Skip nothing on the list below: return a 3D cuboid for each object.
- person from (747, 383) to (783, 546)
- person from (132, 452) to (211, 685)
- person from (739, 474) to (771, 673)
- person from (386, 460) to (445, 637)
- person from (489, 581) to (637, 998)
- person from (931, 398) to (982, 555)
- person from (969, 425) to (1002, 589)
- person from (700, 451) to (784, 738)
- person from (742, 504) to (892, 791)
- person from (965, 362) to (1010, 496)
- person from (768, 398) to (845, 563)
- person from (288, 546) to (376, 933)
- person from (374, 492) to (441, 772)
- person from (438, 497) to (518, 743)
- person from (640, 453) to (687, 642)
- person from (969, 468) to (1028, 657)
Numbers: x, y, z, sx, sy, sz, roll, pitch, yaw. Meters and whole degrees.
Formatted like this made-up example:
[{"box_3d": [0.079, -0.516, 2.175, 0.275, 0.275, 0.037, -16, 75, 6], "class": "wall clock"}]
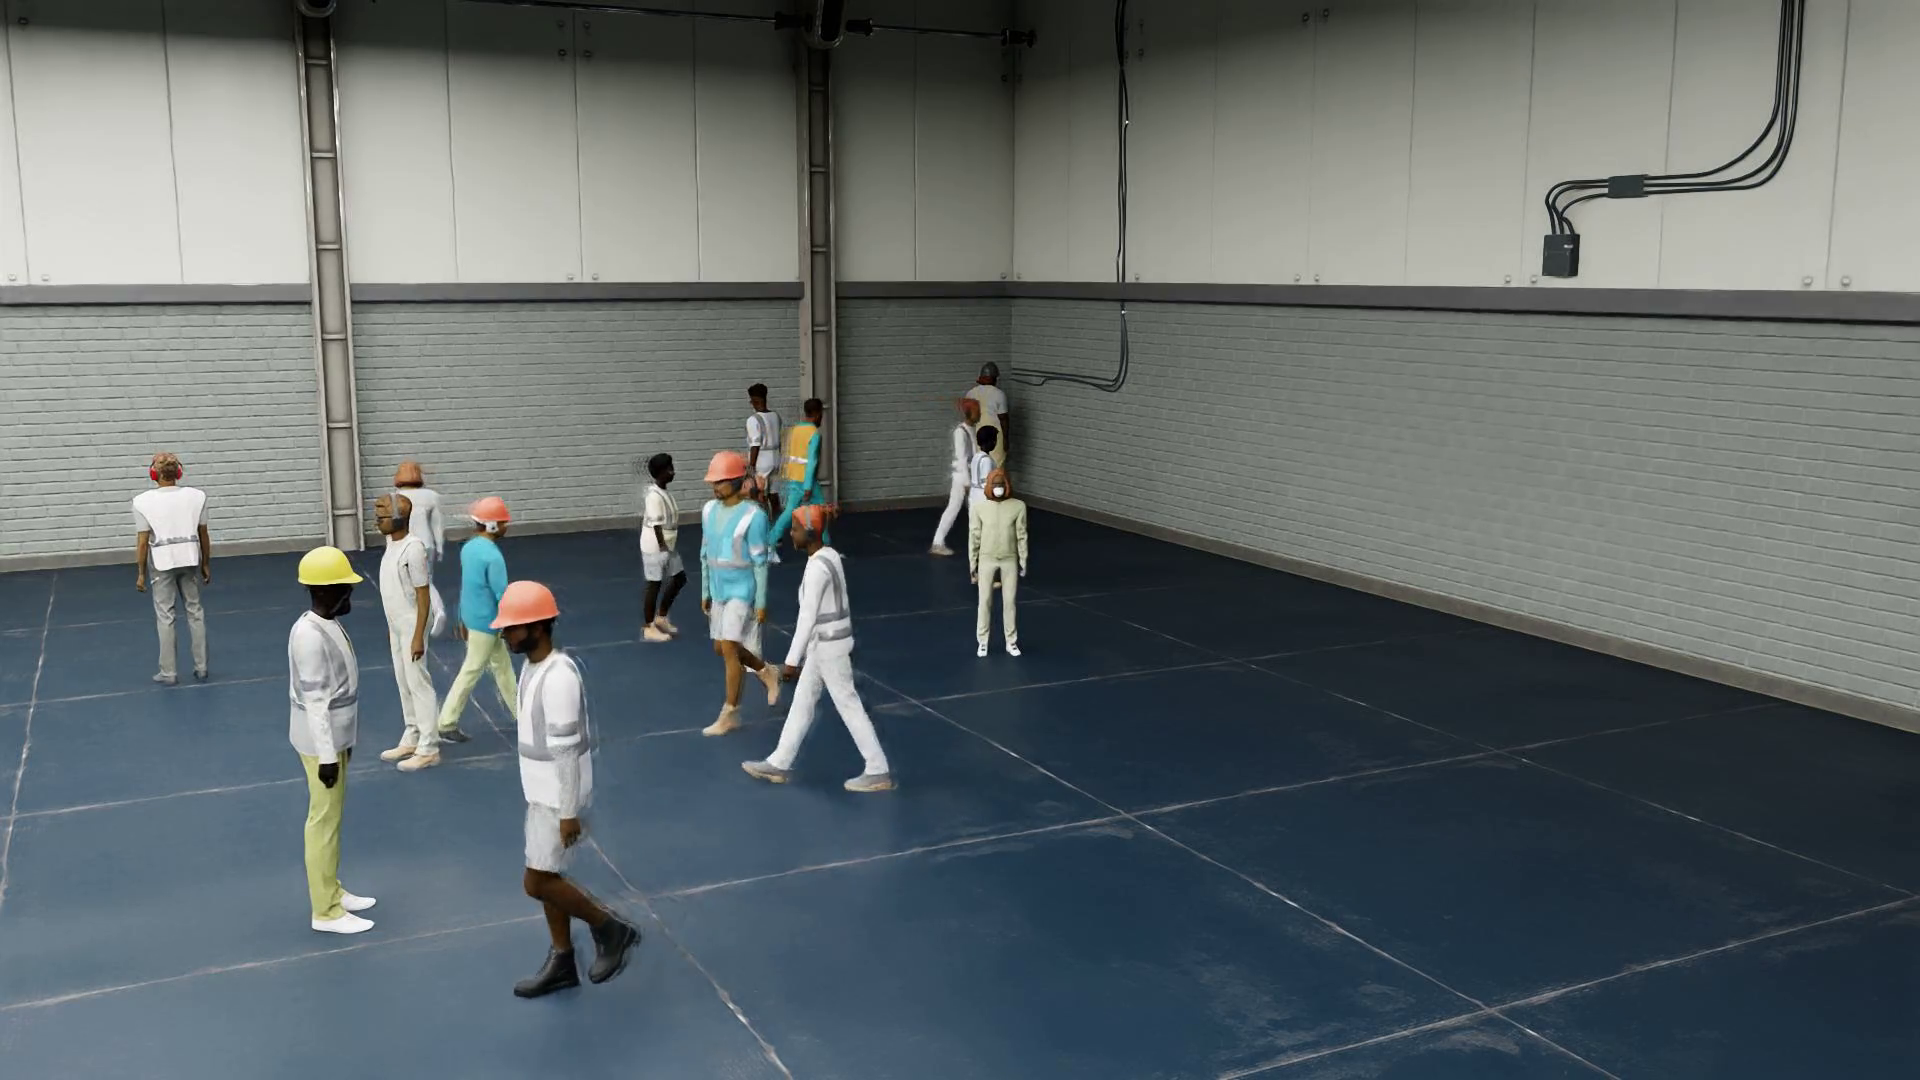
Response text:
[{"box_3d": [-2.330, -0.870, 19.642, 0.400, 1.957, 0.609, 5, 10, 28], "class": "person"}, {"box_3d": [-6.244, 0.228, 13.222, 0.376, 1.844, 0.573, 8, 12, 42], "class": "person"}, {"box_3d": [-1.713, 0.276, 13.586, 0.315, 1.633, 0.522, -6, 11, -34], "class": "person"}, {"box_3d": [-4.793, 0.102, 14.727, 0.512, 1.610, 0.582, -7, 12, -37], "class": "person"}, {"box_3d": [-1.818, 1.124, 7.462, 0.506, 1.920, 0.578, -5, 10, -28], "class": "person"}, {"box_3d": [0.104, -0.710, 19.067, 1.006, 1.827, 0.603, 4, 10, 24], "class": "person"}, {"box_3d": [0.259, -0.346, 17.232, 0.319, 1.693, 0.532, -2, 10, -14], "class": "person"}, {"box_3d": [-1.569, 0.355, 11.902, 0.621, 2.019, 0.830, 8, 12, 40], "class": "person"}, {"box_3d": [-0.876, 0.686, 10.468, 0.968, 1.833, 0.598, 0, 9, -2], "class": "person"}, {"box_3d": [0.421, -1.423, 22.794, 0.678, 2.000, 0.537, 6, 11, 34], "class": "person"}, {"box_3d": [-1.814, -0.668, 18.721, 0.998, 1.872, 0.603, -7, 11, -35], "class": "person"}, {"box_3d": [-3.137, 0.985, 8.302, 0.373, 1.928, 0.584, -2, 10, -15], "class": "person"}, {"box_3d": [-3.646, 0.597, 10.958, 0.324, 1.842, 0.514, -7, 12, -37], "class": "person"}, {"box_3d": [-3.315, 0.556, 11.625, 0.884, 1.713, 0.582, -5, 11, -30], "class": "person"}, {"box_3d": [-2.634, 0.070, 14.668, 0.418, 1.683, 0.533, 1, 9, 4], "class": "person"}, {"box_3d": [0.322, 0.192, 14.130, 0.501, 1.626, 0.280, -1, 9, -6], "class": "person"}]
